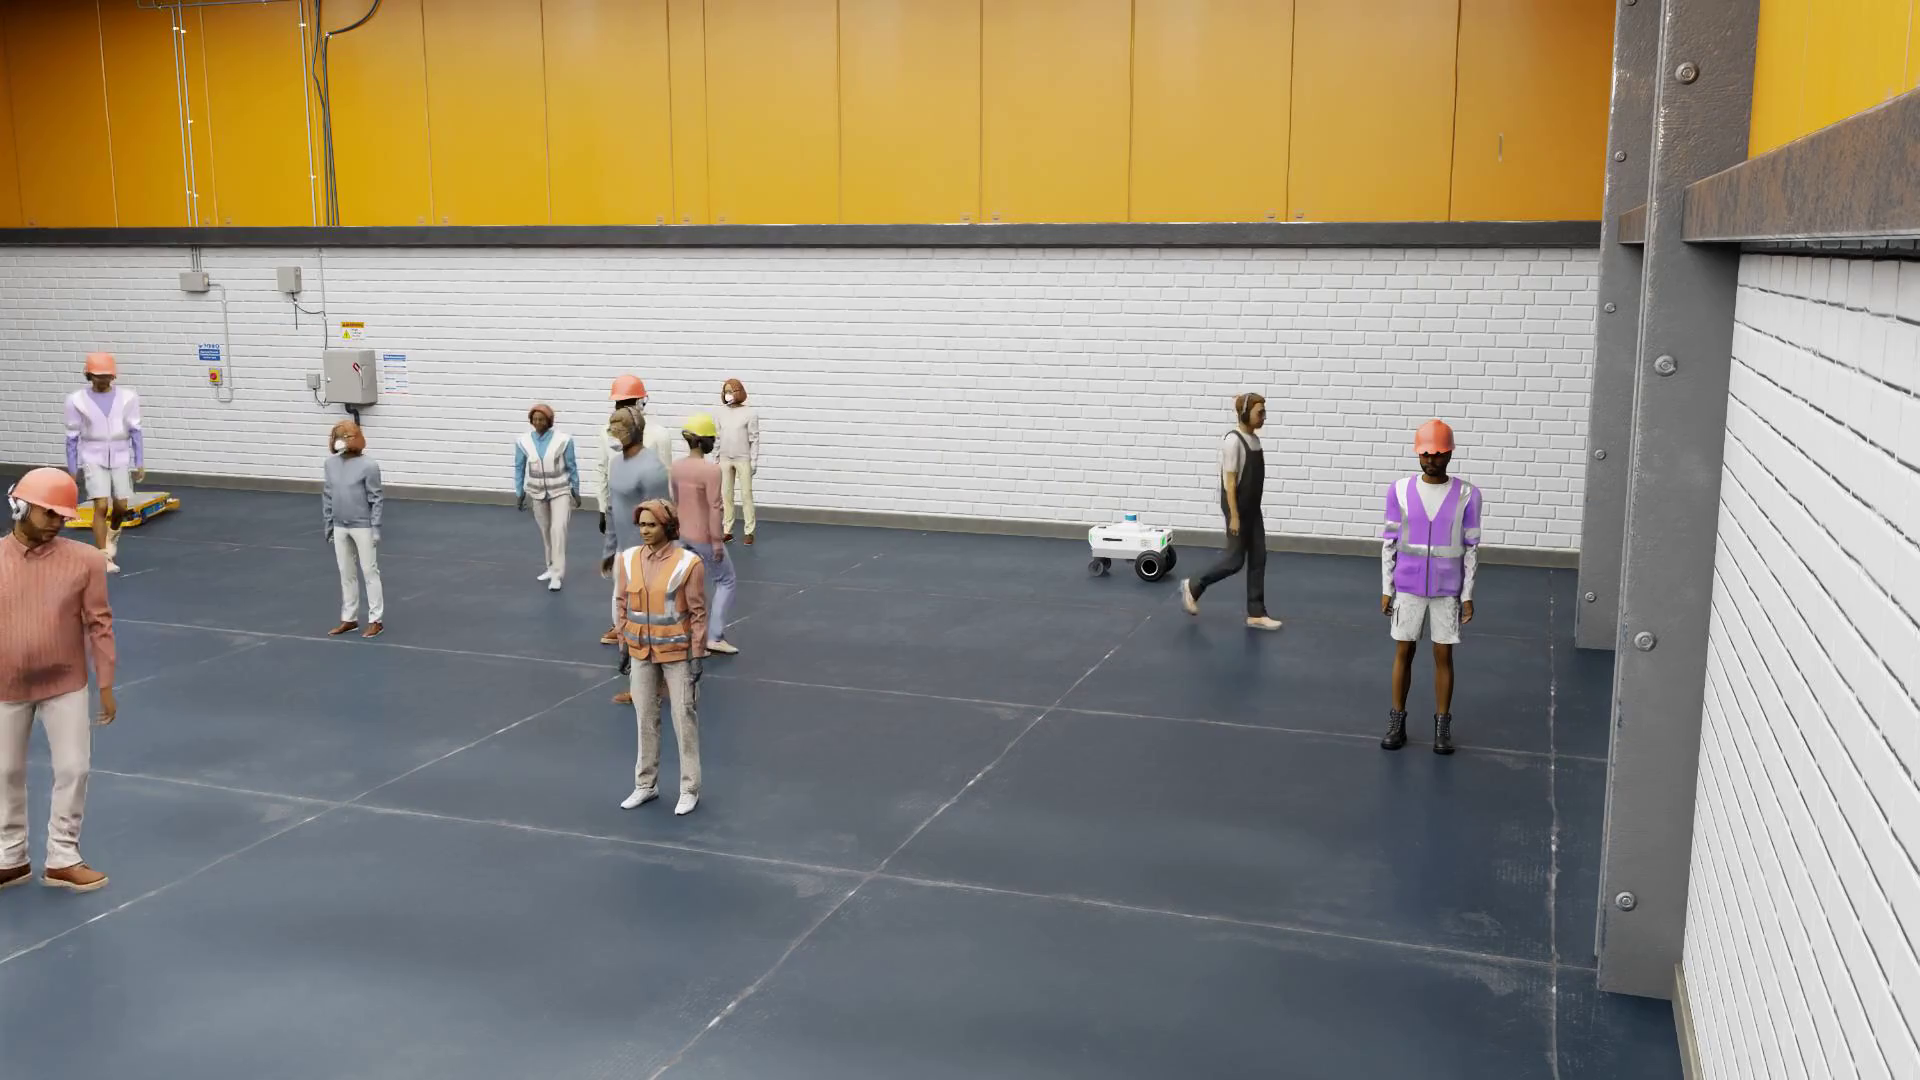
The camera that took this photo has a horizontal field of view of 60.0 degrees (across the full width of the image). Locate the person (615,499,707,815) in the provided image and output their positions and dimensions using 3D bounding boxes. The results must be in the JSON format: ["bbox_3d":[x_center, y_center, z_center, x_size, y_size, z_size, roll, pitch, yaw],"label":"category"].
[{"bbox_3d":[-1.539,0.597,8.588,0.517,1.641,0.308,3,11,19],"label":"person"}]

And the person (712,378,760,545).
[{"bbox_3d":[-2.199,-0.763,16.274,0.506,1.631,0.273,3,11,19],"label":"person"}]

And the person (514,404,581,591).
[{"bbox_3d":[-3.545,-0.382,14.269,0.537,1.584,0.726,1,10,4],"label":"person"}]

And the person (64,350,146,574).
[{"bbox_3d":[-7.717,-0.722,15.013,0.627,2.008,0.703,-8,13,-38],"label":"person"}]

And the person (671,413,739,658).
[{"bbox_3d":[-1.787,-0.022,11.735,0.552,1.744,0.553,8,13,38],"label":"person"}]

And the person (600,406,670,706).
[{"bbox_3d":[-2.062,0.113,10.507,0.433,1.924,0.637,-6,12,-30],"label":"person"}]

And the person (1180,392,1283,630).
[{"bbox_3d":[2.098,-0.224,12.702,0.744,1.826,0.524,8,13,36],"label":"person"}]

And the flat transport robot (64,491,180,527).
[{"bbox_3d":[-8.908,-0.339,17.709,0.652,0.197,1.431,-1,10,-6],"label":"flat transport robot"}]

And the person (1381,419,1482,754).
[{"bbox_3d":[2.702,0.270,9.592,0.547,1.938,0.359,3,11,19],"label":"person"}]

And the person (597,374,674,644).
[{"bbox_3d":[-2.383,-0.214,12.152,0.614,1.994,0.381,3,11,19],"label":"person"}]

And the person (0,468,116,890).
[{"bbox_3d":[-4.173,0.649,7.422,0.742,1.954,0.407,-5,11,-28],"label":"person"}]

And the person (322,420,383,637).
[{"bbox_3d":[-4.541,-0.082,12.451,0.513,1.629,0.296,3,11,18],"label":"person"}]

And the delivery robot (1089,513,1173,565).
[{"bbox_3d":[1.505,0.006,14.705,0.707,0.478,0.477,3,11,19],"label":"delivery robot"}]
